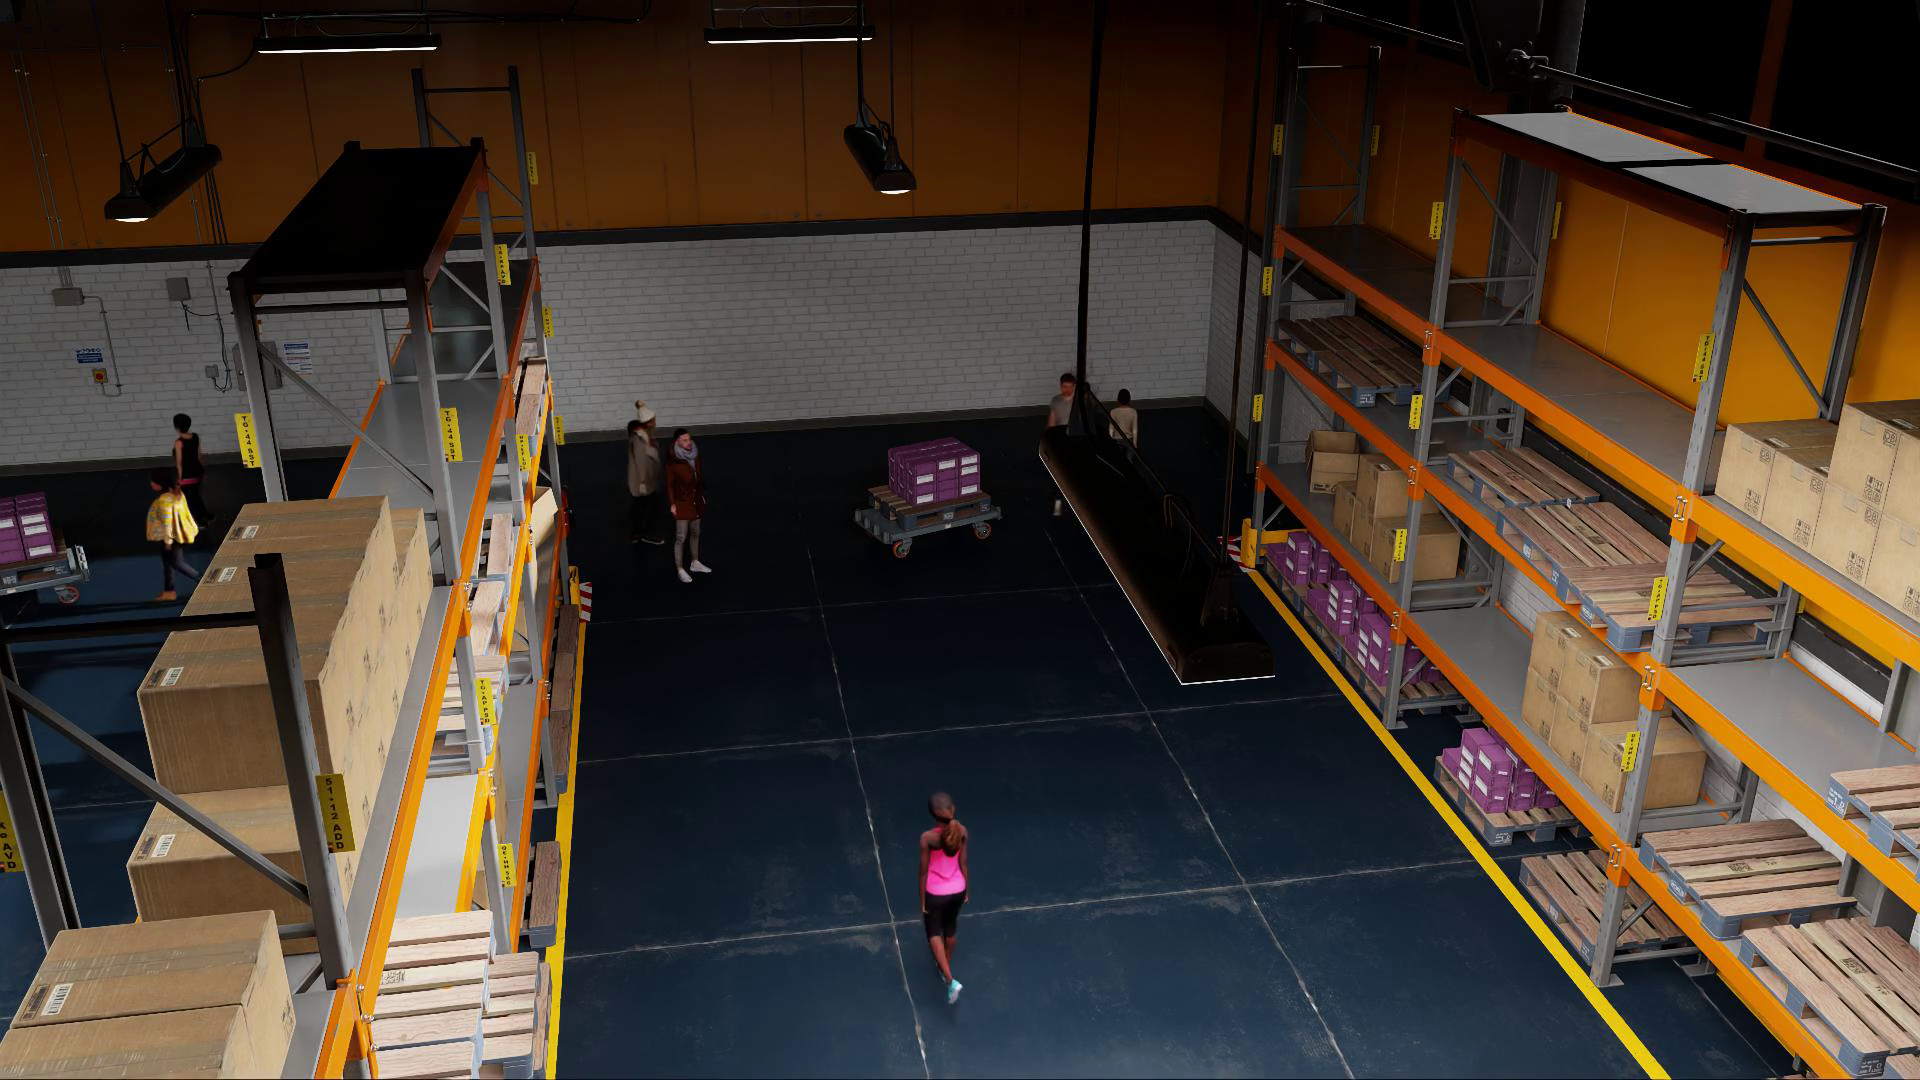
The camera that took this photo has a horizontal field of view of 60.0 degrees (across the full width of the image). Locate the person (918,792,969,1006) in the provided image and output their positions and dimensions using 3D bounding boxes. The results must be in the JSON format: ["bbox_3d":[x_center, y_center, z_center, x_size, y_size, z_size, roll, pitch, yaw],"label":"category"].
[{"bbox_3d":[-0.093,2.686,12.411,0.646,1.709,0.975,-8,25,-17],"label":"person"}]

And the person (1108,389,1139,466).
[{"bbox_3d":[2.117,-1.265,21.761,0.546,1.460,0.513,-2,24,-5],"label":"person"}]

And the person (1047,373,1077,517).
[{"bbox_3d":[1.376,-1.265,21.246,0.928,1.872,1.073,7,25,16],"label":"person"}]

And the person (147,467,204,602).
[{"bbox_3d":[-8.803,-0.042,18.749,0.808,1.631,0.899,-7,25,-15],"label":"person"}]

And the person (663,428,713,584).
[{"bbox_3d":[-3.191,-0.434,19.386,0.912,1.839,0.851,16,28,32],"label":"person"}]

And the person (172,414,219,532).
[{"bbox_3d":[-9.493,-0.810,20.626,0.787,1.534,0.794,7,24,15],"label":"person"}]

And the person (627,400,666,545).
[{"bbox_3d":[-3.926,-0.793,20.155,0.888,1.881,0.615,-7,25,-16],"label":"person"}]
